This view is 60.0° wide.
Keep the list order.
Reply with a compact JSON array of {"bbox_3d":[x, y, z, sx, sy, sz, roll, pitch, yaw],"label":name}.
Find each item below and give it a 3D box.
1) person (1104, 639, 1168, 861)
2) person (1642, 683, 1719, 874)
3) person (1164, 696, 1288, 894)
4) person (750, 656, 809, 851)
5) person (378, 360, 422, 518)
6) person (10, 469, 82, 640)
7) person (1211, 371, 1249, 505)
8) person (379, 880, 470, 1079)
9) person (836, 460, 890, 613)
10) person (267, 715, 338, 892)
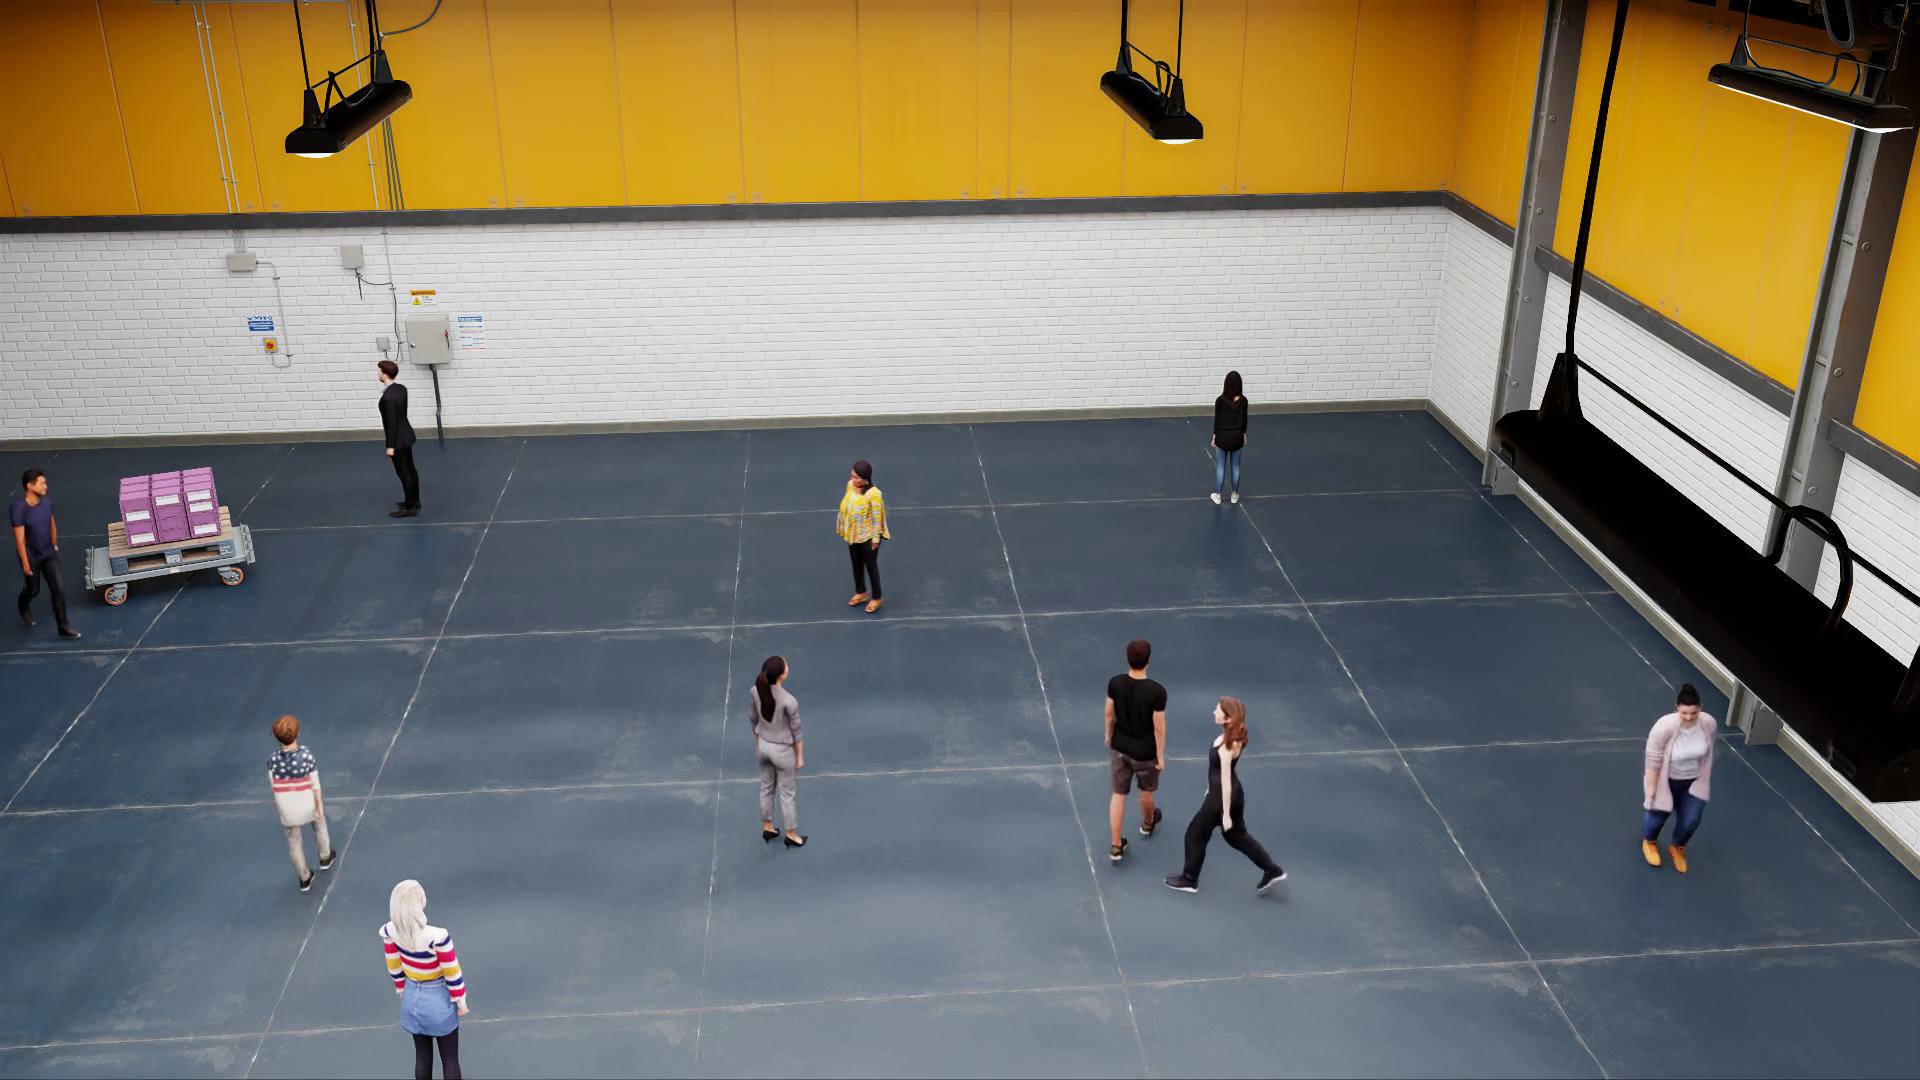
[{"bbox_3d":[1.324,1.662,13.022,1.002,1.834,1.164,10,26,23],"label":"person"},{"bbox_3d":[5.538,1.792,12.885,0.750,1.706,0.780,-1,24,-3],"label":"person"},{"bbox_3d":[2.082,1.957,12.500,0.892,1.712,1.151,6,24,13],"label":"person"},{"bbox_3d":[-1.449,1.682,13.175,0.718,1.677,0.754,13,27,28],"label":"person"},{"bbox_3d":[-6.577,-1.205,19.507,0.763,1.894,0.562,0,24,0],"label":"person"},{"bbox_3d":[-9.259,0.150,16.588,1.087,1.749,1.130,13,27,27],"label":"person"},{"bbox_3d":[3.223,-1.231,19.874,0.570,1.647,0.526,0,24,-1],"label":"person"},{"bbox_3d":[-3.295,2.862,10.307,0.719,1.809,0.661,7,25,15],"label":"person"},{"bbox_3d":[-0.994,-0.059,17.188,0.943,1.651,0.878,-21,31,-40],"label":"person"},{"bbox_3d":[-5.061,2.031,12.694,0.568,1.422,0.735,-6,24,-12],"label":"person"}]
